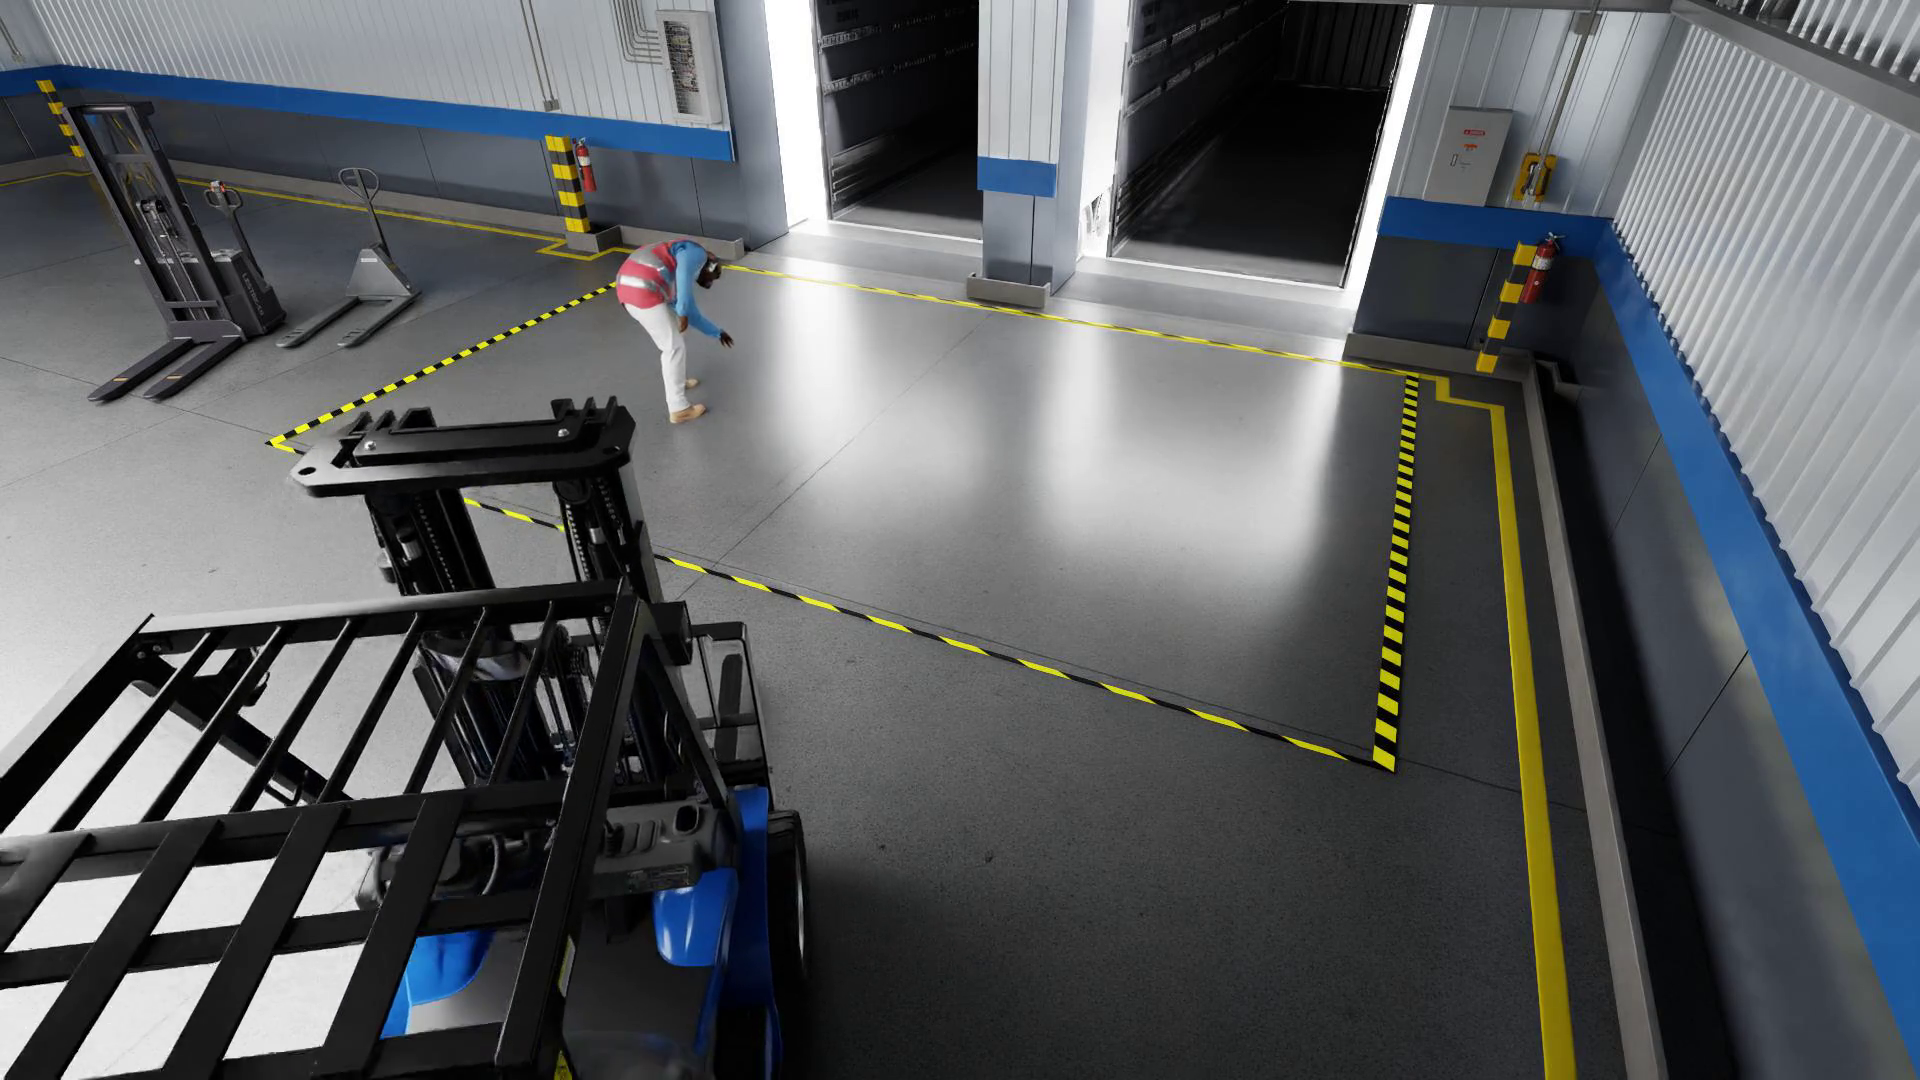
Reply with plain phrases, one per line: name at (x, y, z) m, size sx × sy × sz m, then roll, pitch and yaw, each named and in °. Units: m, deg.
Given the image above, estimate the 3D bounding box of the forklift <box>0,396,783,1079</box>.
forklift at (-1.102, 1.126, 2.099) m, size 1.157 × 2.036 × 2.680 m, roll -5°, pitch 35°, yaw -7°

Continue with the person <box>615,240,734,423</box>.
person at (-2.142, -1.680, 7.113) m, size 0.880 × 1.251 × 0.940 m, roll -16°, pitch 38°, yaw -21°

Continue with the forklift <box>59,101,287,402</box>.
forklift at (-6.686, -2.387, 7.434) m, size 0.823 × 1.965 × 1.885 m, roll -3°, pitch 35°, yaw -5°

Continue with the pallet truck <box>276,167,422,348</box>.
pallet truck at (-5.732, -2.611, 8.414) m, size 0.680 × 1.201 × 1.601 m, roll -1°, pitch 35°, yaw -1°
